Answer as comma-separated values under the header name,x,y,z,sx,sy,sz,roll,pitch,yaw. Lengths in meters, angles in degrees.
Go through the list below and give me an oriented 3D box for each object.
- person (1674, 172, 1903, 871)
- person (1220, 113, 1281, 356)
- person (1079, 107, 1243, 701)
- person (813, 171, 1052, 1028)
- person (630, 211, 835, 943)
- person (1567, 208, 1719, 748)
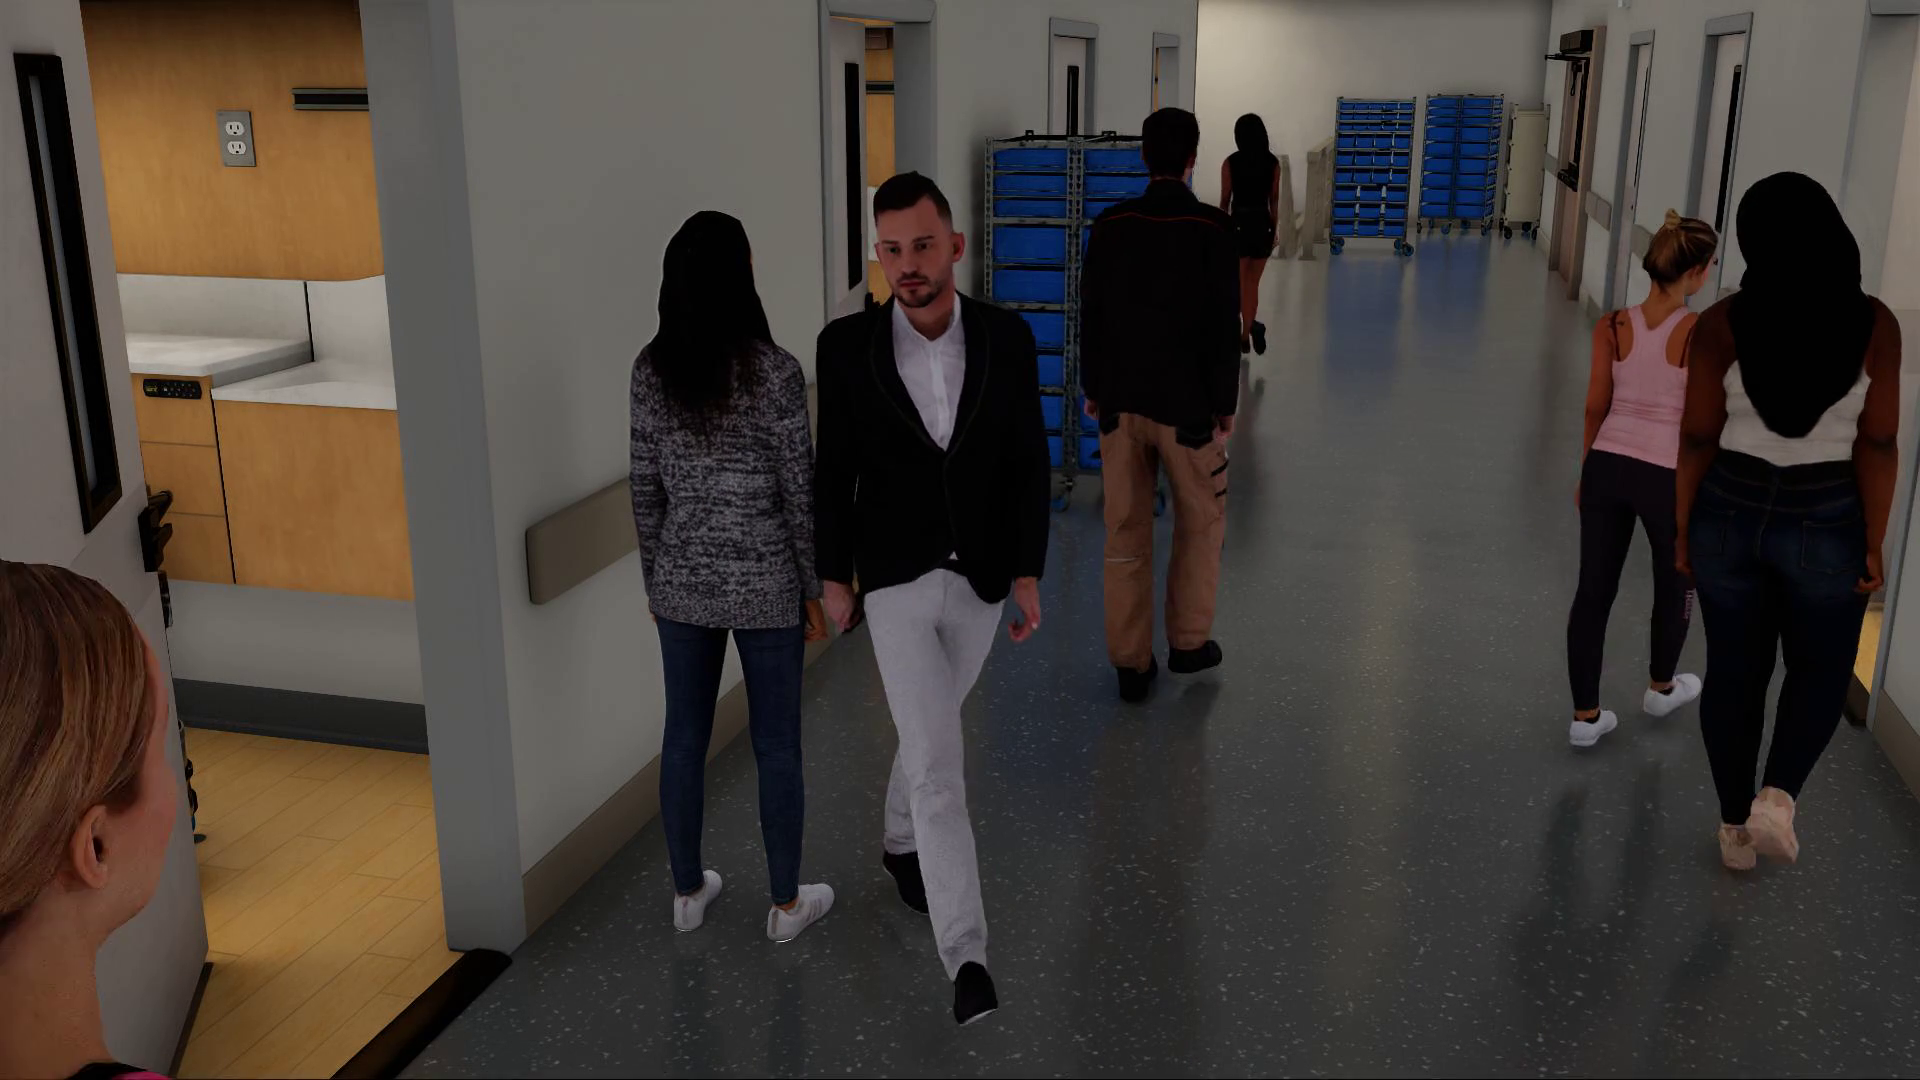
name,x,y,z,sx,sy,sz,roll,pitch,yaw
person,1.995,0.027,4.091,0.777,1.778,0.865,10,19,33
person,2.078,-2.123,11.837,0.919,1.715,1.172,-3,16,-9
person,0.608,-0.398,5.355,0.701,1.911,0.666,4,16,14
person,-0.072,0.105,3.811,1.048,1.782,1.296,-4,16,-13
person,-0.548,0.103,3.905,0.603,1.733,0.507,4,16,14
person,1.994,-0.142,4.967,0.850,1.628,0.994,14,21,41
